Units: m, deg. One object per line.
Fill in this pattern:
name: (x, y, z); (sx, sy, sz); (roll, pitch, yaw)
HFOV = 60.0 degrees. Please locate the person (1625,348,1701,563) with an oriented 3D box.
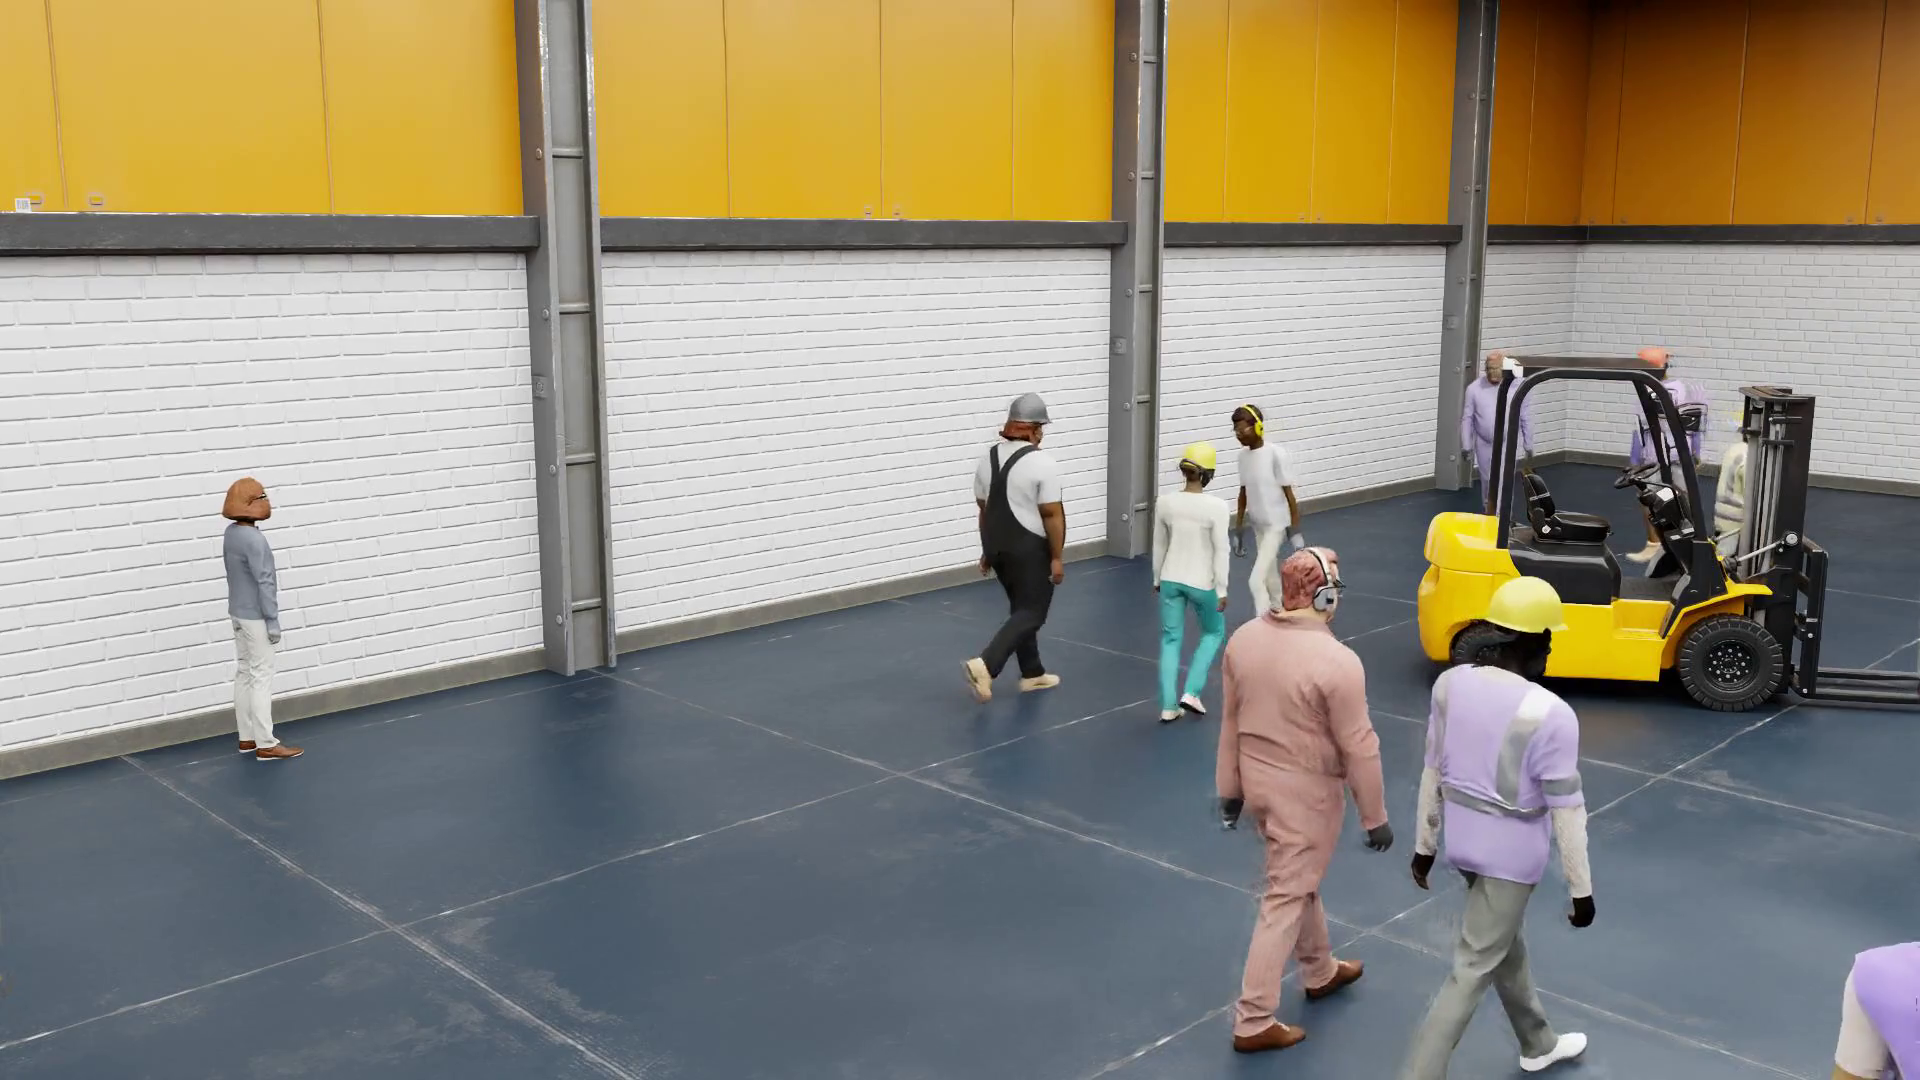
person: (6.513, -0.773, 15.332); (0.752, 1.995, 0.396); (-2, 11, -13)

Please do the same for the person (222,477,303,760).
person: (-4.056, 0.451, 9.590); (0.280, 1.636, 0.500); (-10, 14, -44)

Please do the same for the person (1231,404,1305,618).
person: (2.120, -0.047, 11.784); (0.707, 1.823, 0.570); (-4, 11, -23)

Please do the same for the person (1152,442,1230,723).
person: (1.421, 0.268, 10.271); (0.568, 1.747, 0.437); (7, 13, 35)

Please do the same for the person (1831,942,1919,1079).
person: (2.177, 1.469, 3.607); (0.594, 1.800, 0.961); (3, 11, 17)

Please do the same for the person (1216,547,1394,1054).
person: (1.357, 0.951, 6.238); (0.912, 1.871, 0.657); (-6, 12, -28)

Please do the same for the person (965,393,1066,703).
person: (0.339, 0.038, 10.734); (0.845, 2.000, 0.697); (-9, 13, -39)

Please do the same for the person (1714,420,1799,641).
person: (5.776, -0.110, 12.288); (0.946, 1.776, 0.601); (3, 11, 16)

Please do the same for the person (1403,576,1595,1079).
person: (1.855, 1.049, 5.690); (0.999, 1.874, 0.613); (-5, 12, -25)

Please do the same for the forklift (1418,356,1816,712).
forklift: (4.276, -0.101, 11.076); (2.313, 2.155, 1.214); (2, 11, 13)

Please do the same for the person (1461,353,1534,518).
person: (5.462, -0.992, 16.916); (0.704, 1.840, 1.027); (5, 12, 27)
